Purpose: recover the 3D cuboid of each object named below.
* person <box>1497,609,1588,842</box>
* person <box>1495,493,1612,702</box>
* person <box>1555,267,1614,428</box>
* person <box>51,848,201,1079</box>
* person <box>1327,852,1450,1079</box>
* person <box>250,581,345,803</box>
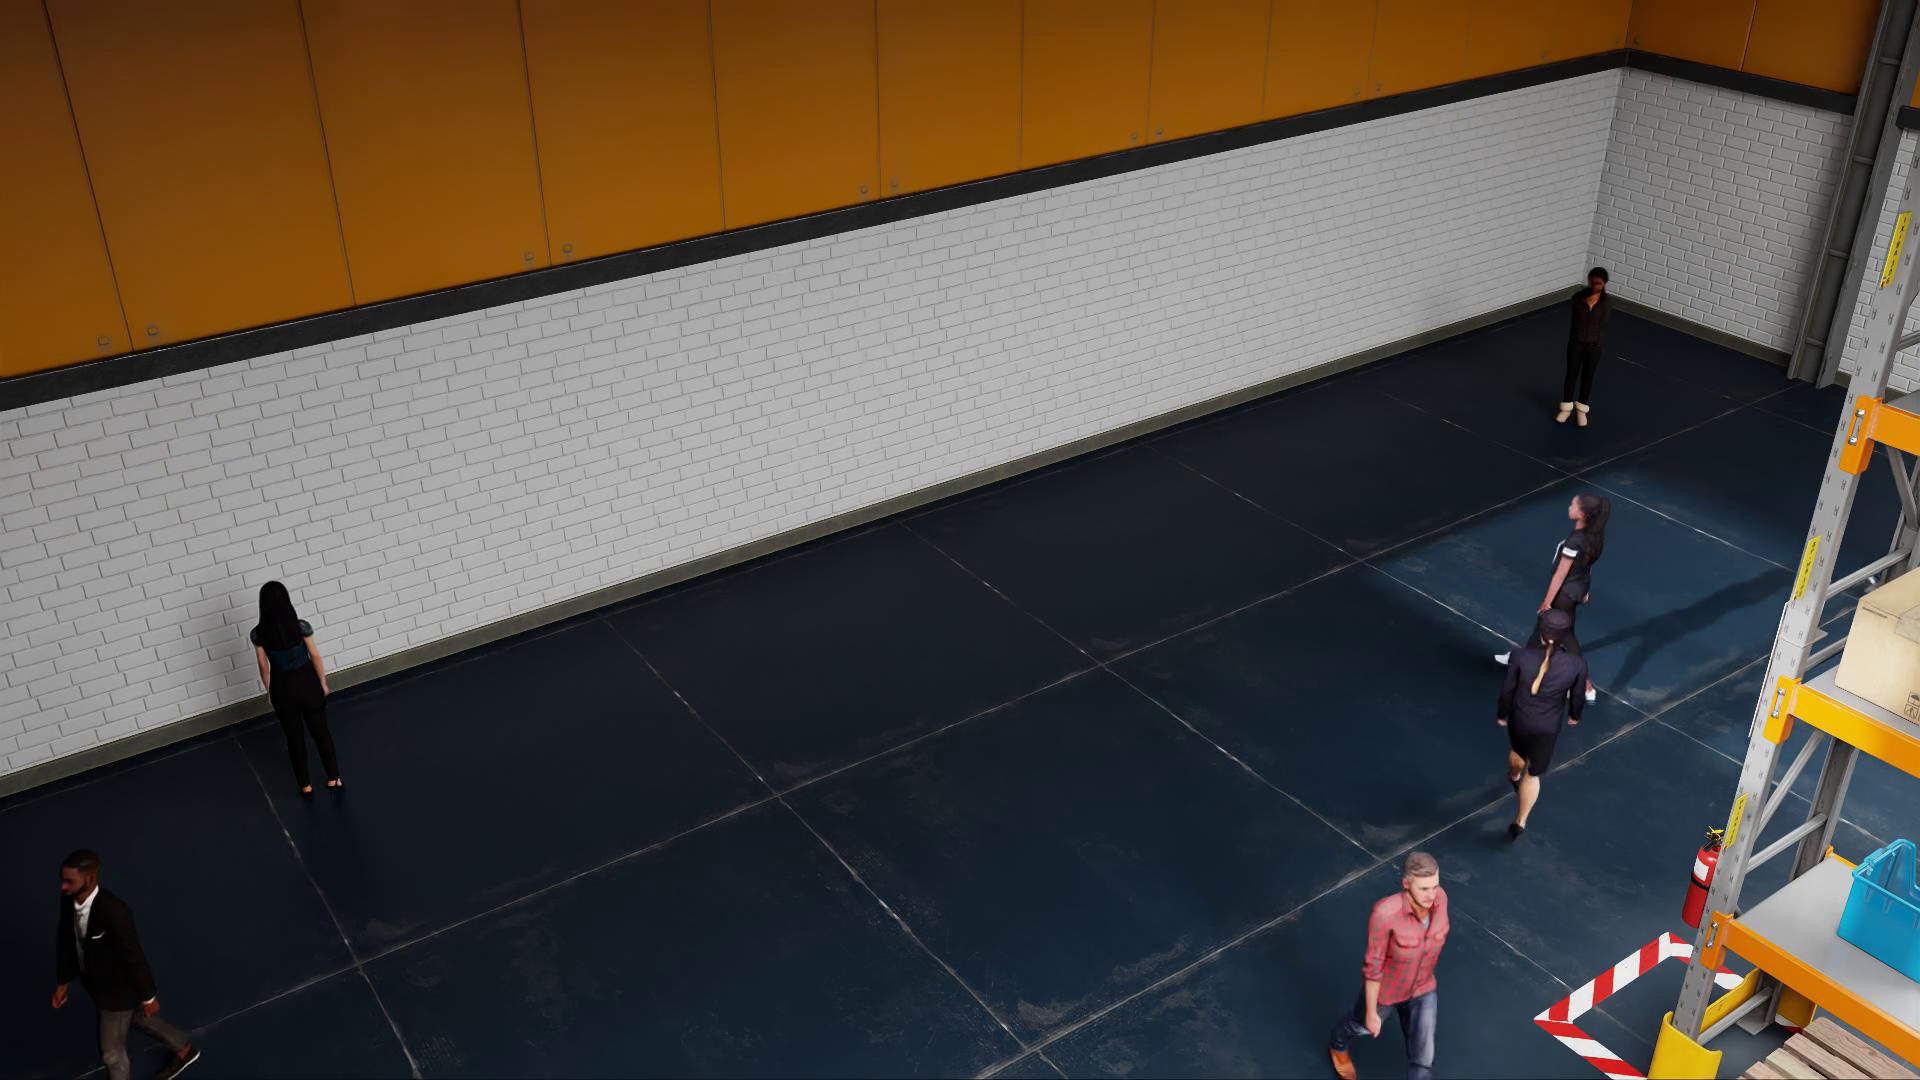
[{"bbox_3d":[3.876,1.288,11.221,1.146,1.623,1.142,10,30,17],"label":"person"},{"bbox_3d":[4.695,0.459,12.671,1.158,1.691,0.838,21,35,34],"label":"person"},{"bbox_3d":[6.497,-2.041,17.279,0.692,1.666,0.755,2,29,4],"label":"person"},{"bbox_3d":[-4.560,2.379,9.073,1.089,1.764,0.958,18,33,29],"label":"person"},{"bbox_3d":[2.319,2.382,9.057,0.926,1.776,1.304,-10,30,-17],"label":"person"},{"bbox_3d":[-4.598,1.059,11.530,0.612,1.729,0.580,-9,30,-16],"label":"person"}]
